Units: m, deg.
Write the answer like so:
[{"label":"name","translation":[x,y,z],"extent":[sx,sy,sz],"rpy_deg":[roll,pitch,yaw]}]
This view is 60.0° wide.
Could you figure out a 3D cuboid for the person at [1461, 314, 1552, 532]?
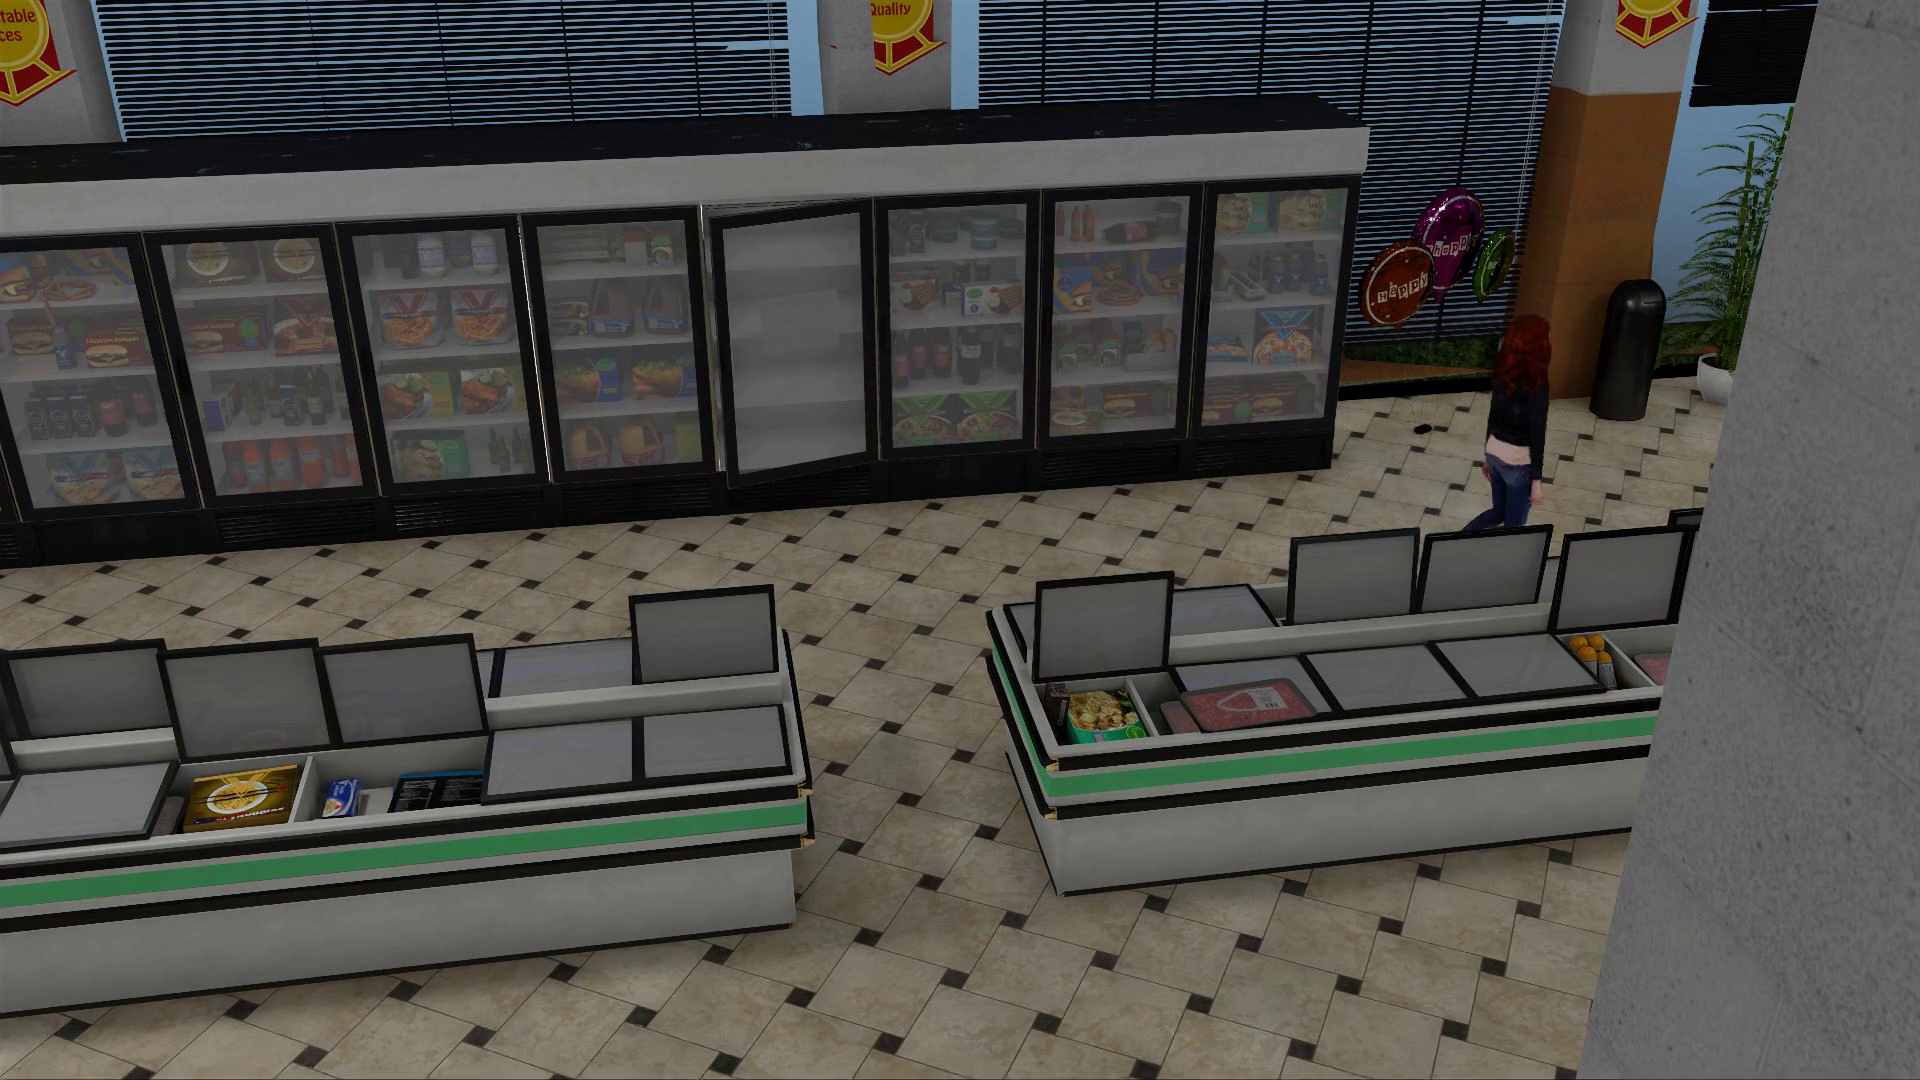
[{"label":"person","translation":[2.903,-0.360,9.013],"extent":[0.878,1.770,0.607],"rpy_deg":[-6,28,-13]}]
